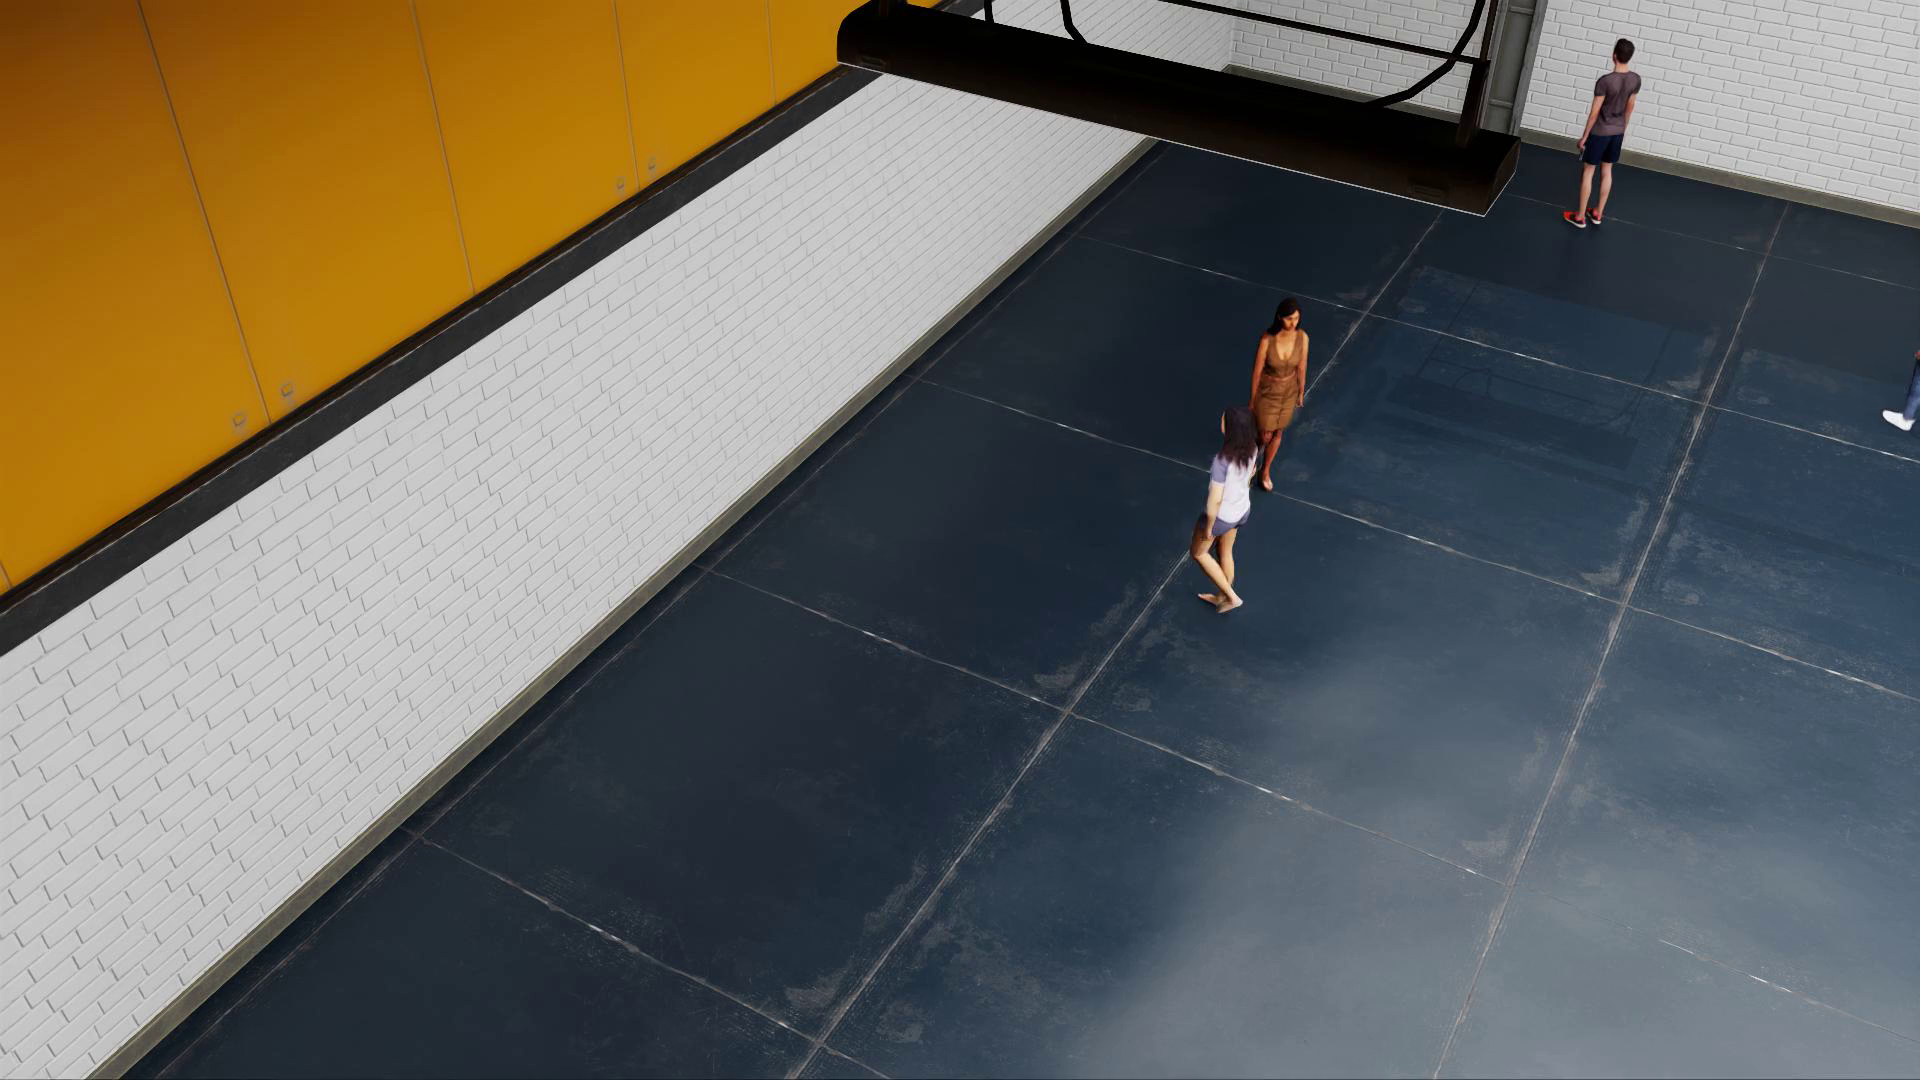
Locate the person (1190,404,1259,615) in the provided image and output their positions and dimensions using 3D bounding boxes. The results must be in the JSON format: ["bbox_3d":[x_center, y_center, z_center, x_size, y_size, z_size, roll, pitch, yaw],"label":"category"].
[{"bbox_3d":[1.890,-0.143,11.447,0.733,1.722,0.683,32,48,33],"label":"person"}]

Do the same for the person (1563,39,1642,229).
[{"bbox_3d":[6.234,-3.922,16.075,0.722,1.852,0.775,-10,40,-13],"label":"person"}]

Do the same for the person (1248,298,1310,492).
[{"bbox_3d":[2.380,-1.146,12.734,0.723,1.683,0.783,-9,40,-11],"label":"person"}]
